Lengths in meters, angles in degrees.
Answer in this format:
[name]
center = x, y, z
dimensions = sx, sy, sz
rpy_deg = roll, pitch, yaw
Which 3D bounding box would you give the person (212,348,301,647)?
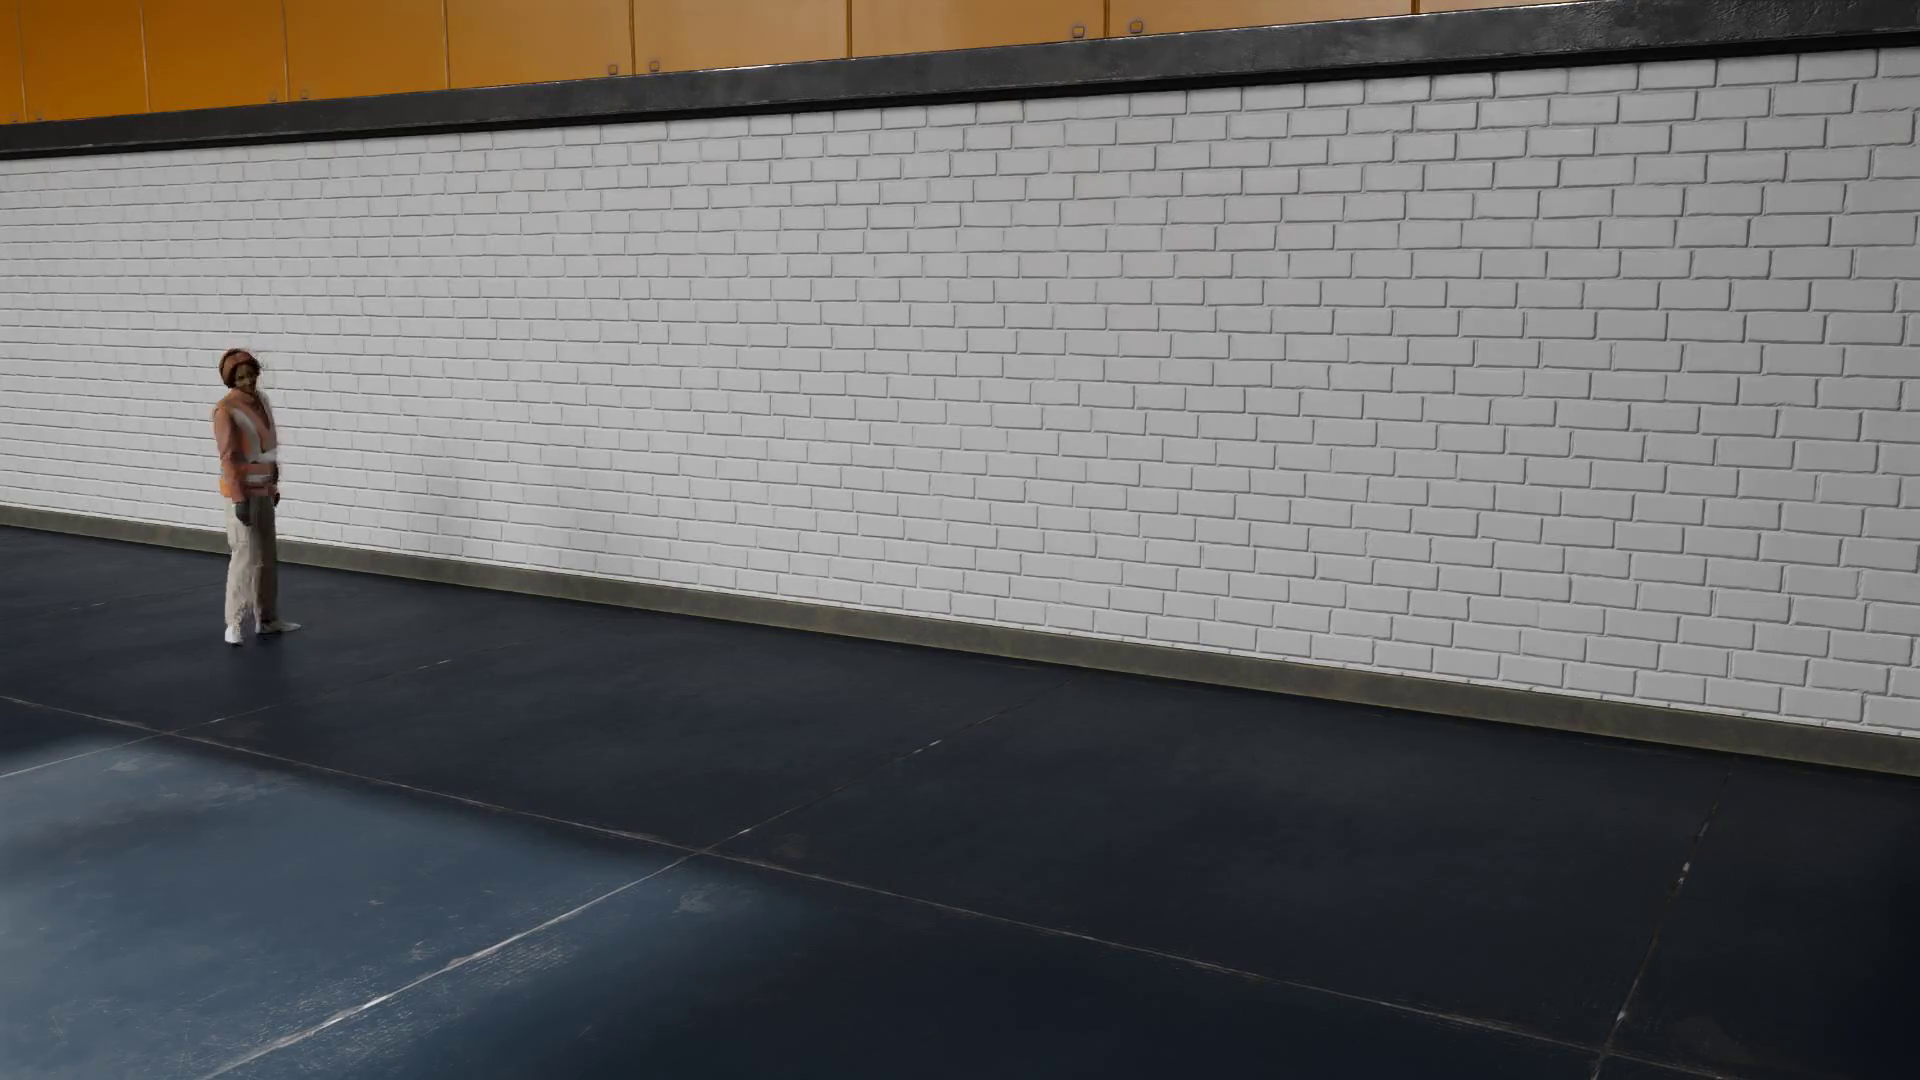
[person]
center = -3.899, -0.238, 9.123
dimensions = 0.329, 1.620, 0.583
rpy_deg = 0, 9, 1
